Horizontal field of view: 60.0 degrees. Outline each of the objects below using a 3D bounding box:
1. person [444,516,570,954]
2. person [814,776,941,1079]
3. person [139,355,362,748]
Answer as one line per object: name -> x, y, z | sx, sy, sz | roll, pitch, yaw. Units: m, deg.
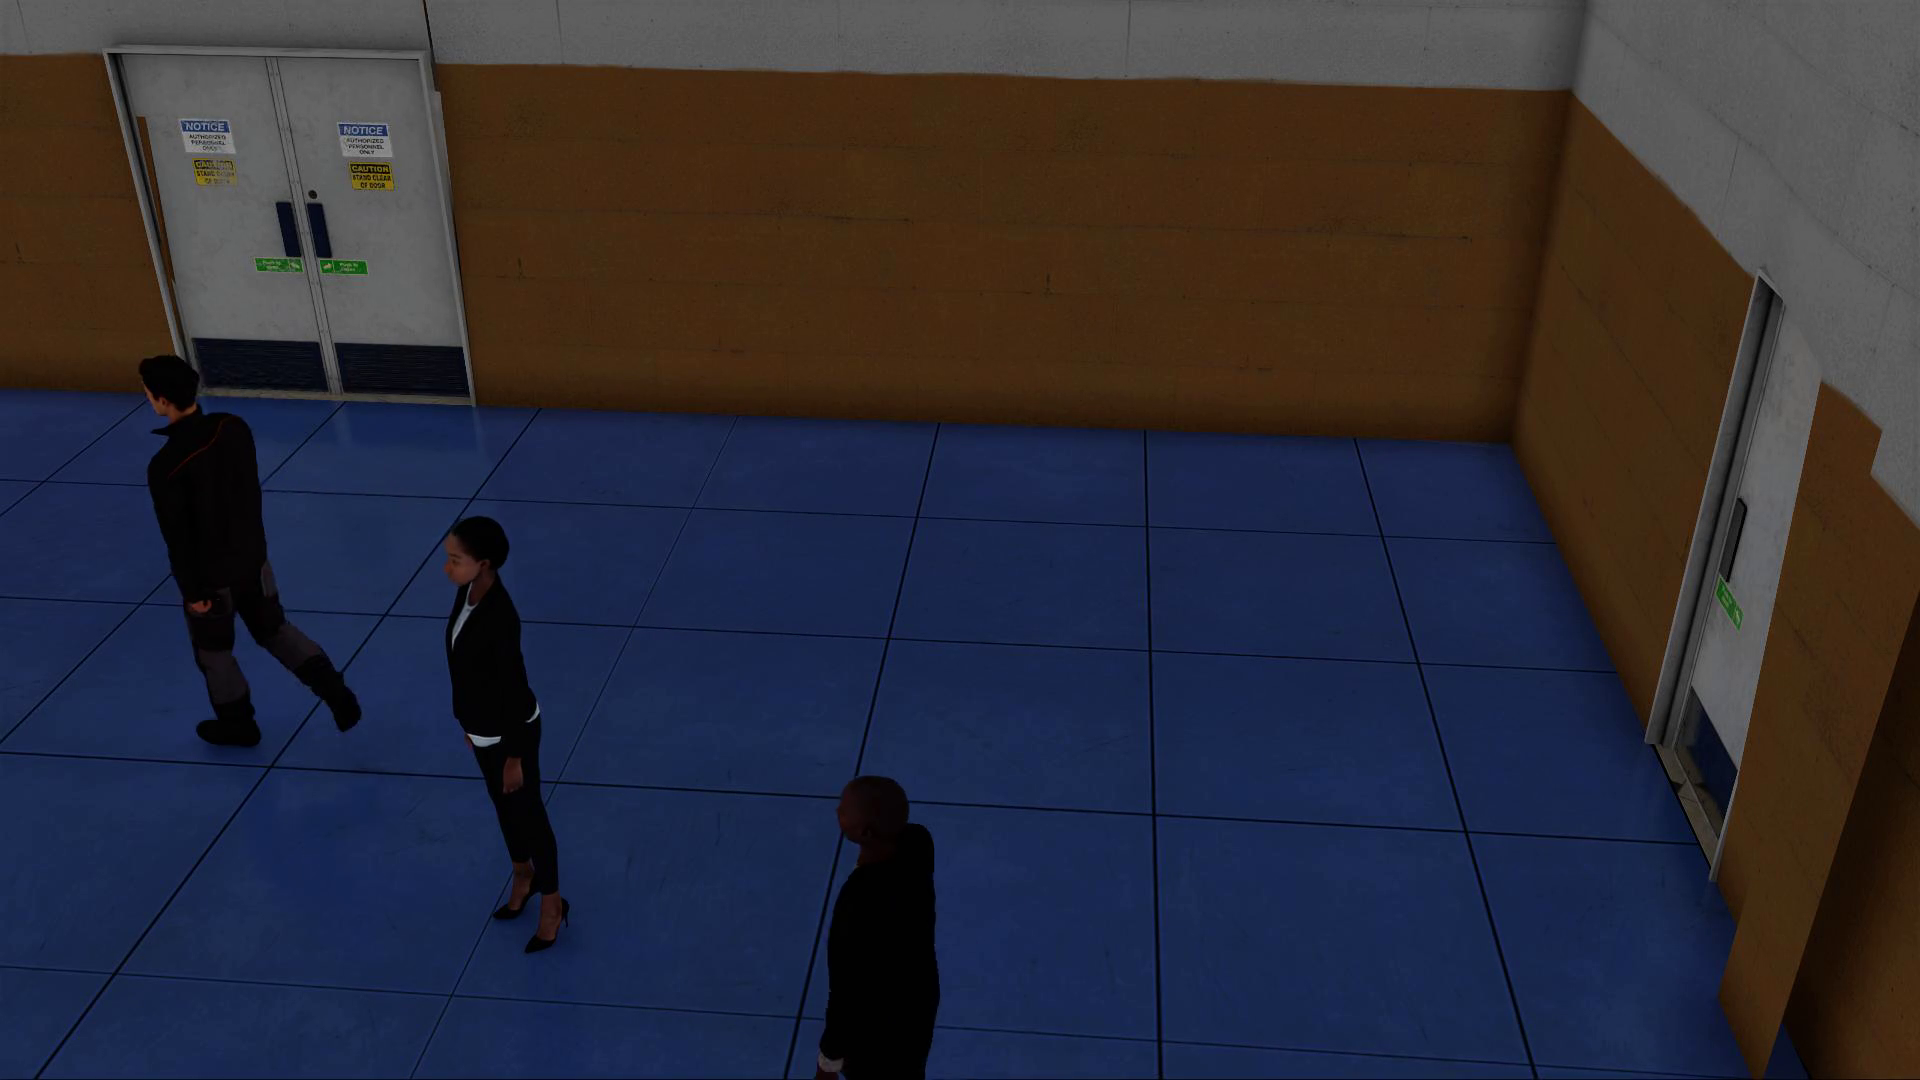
person -> -1.693, 0.732, 6.175 | 0.725, 1.836, 0.656 | -20, 34, -32
person -> -0.134, 1.445, 4.959 | 0.804, 1.750, 0.711 | 10, 30, 17
person -> -3.130, 0.104, 7.244 | 0.948, 1.915, 1.080 | 10, 30, 18
